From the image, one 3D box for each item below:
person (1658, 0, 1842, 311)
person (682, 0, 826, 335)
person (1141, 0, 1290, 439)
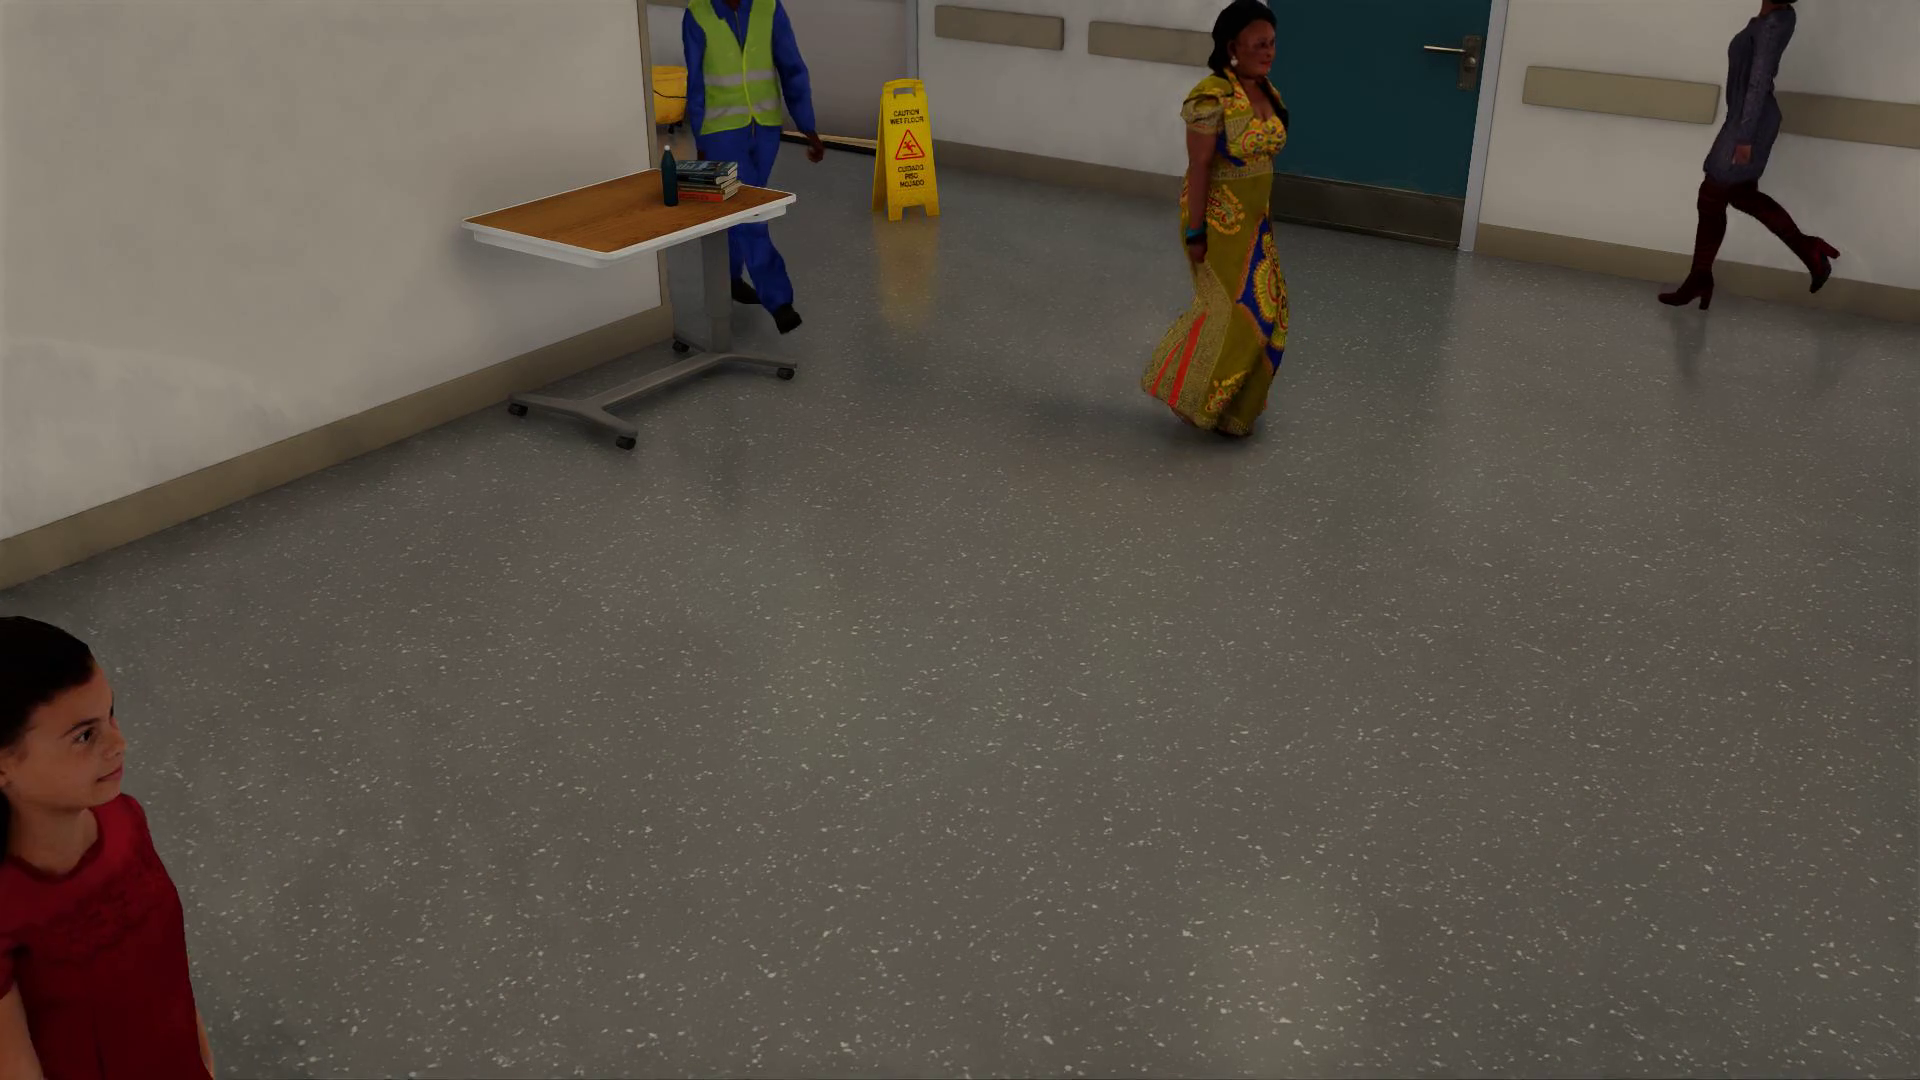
[{"bbox_3d":[3.680,-1.839,7.587,0.950,1.692,0.608,15,30,29],"label":"person"},{"bbox_3d":[-1.015,-1.834,7.508,0.946,1.752,1.297,-19,31,-33],"label":"person"},{"bbox_3d":[0.936,-1.187,6.283,0.810,1.651,0.726,20,32,35],"label":"person"}]
